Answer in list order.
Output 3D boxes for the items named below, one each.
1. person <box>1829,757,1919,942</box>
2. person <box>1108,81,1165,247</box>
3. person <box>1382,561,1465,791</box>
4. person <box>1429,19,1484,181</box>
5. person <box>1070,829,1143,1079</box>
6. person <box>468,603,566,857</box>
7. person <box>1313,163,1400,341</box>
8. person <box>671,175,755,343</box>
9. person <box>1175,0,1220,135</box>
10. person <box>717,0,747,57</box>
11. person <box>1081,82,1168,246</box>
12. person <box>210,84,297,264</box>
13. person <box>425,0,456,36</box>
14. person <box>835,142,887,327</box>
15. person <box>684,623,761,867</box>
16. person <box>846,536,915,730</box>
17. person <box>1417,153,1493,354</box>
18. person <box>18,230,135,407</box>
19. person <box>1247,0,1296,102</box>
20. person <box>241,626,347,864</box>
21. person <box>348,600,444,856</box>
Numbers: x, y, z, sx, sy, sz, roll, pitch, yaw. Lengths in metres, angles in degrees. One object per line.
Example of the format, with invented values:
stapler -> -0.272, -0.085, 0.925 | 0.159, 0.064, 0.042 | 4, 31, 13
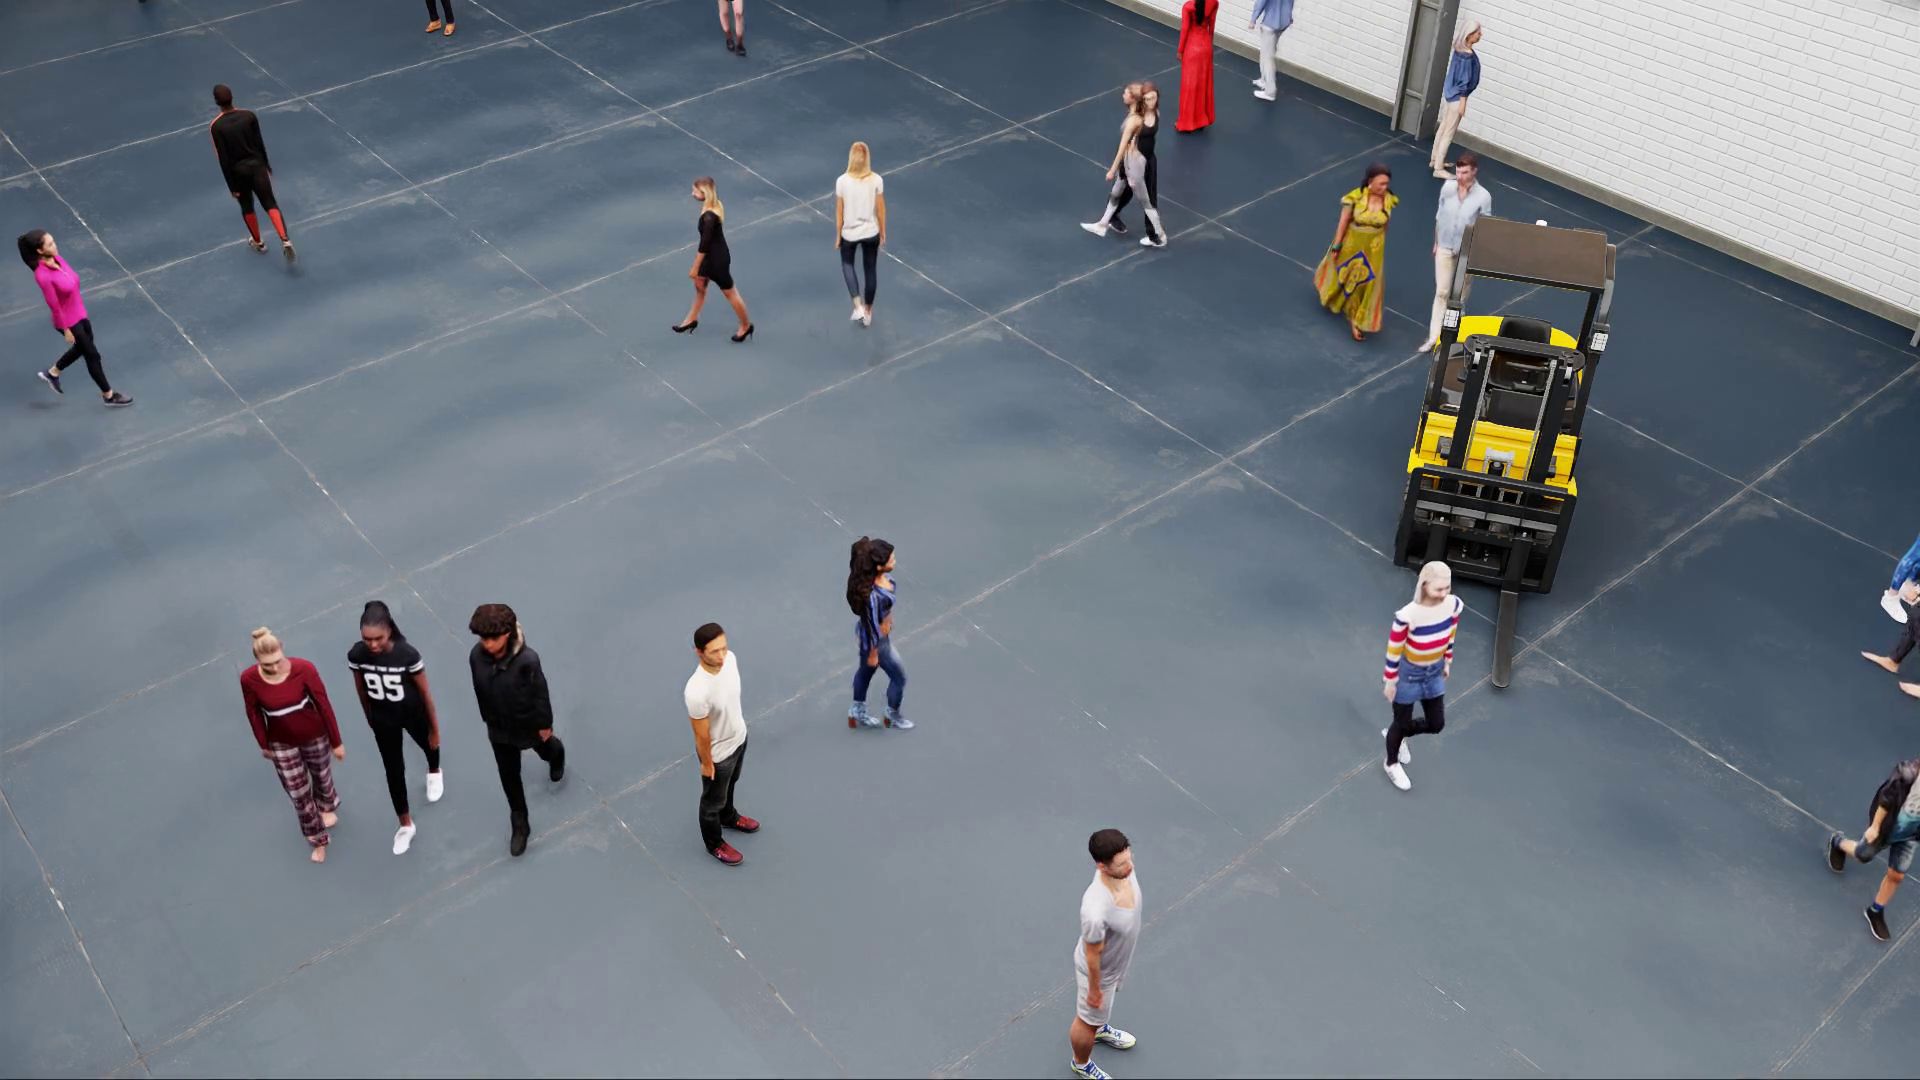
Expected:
person -> 5.518, 1.645, 9.842 | 0.890, 1.429, 0.981 | 0, 39, 0
person -> 1.692, -3.751, 16.388 | 0.642, 1.692, 1.049 | -29, 47, -32
person -> 2.871, 0.803, 10.596 | 0.758, 1.805, 0.777 | -14, 41, -16
person -> 5.231, -4.662, 17.533 | 0.766, 1.697, 0.704 | 3, 39, 4
person -> 0.764, 2.188, 8.821 | 0.736, 1.855, 0.765 | 15, 41, 18
person -> -2.725, 1.053, 10.322 | 1.082, 1.756, 1.176 | 0, 39, 1
person -> 3.621, -2.700, 15.137 | 1.151, 1.622, 1.269 | -2, 39, -3
person -> -2.077, -2.470, 14.822 | 0.927, 1.644, 0.986 | -5, 39, -6
person -> 2.610, -5.368, 18.347 | 0.676, 1.785, 0.674 | -18, 42, -22
person -> -2.854, -6.792, 20.191 | 0.832, 1.698, 0.935 | -10, 40, -12
person -> 1.774, -3.613, 16.242 | 1.173, 1.658, 0.992 | 9, 40, 11
person -> -6.804, -3.496, 15.996 | 0.656, 1.783, 1.090 | -26, 45, -28
person -> -6.568, -7.110, 20.625 | 0.847, 1.654, 0.919 | 14, 41, 17
person -> -0.887, -2.694, 14.978 | 0.765, 1.800, 0.811 | -6, 39, -7
person -> -1.466, 1.206, 10.102 | 0.723, 1.801, 0.721 | 11, 40, 14
person -> -0.634, 0.655, 10.944 | 0.851, 1.601, 0.786 | -2, 39, -3
person -> 4.498, -2.630, 14.906 | 1.276, 1.789, 1.065 | 20, 43, 23
person -> -7.575, -1.840, 14.013 | 0.965, 1.680, 0.994 | -4, 39, -4
person -> 3.639, -5.896, 18.928 | 0.658, 1.875, 0.705 | -29, 47, -31
person -> -4.087, 1.152, 10.250 | 0.726, 1.690, 0.838 | -17, 42, -20
person -> -3.475, 1.032, 10.387 | 1.000, 1.707, 1.117 | -4, 39, -5
